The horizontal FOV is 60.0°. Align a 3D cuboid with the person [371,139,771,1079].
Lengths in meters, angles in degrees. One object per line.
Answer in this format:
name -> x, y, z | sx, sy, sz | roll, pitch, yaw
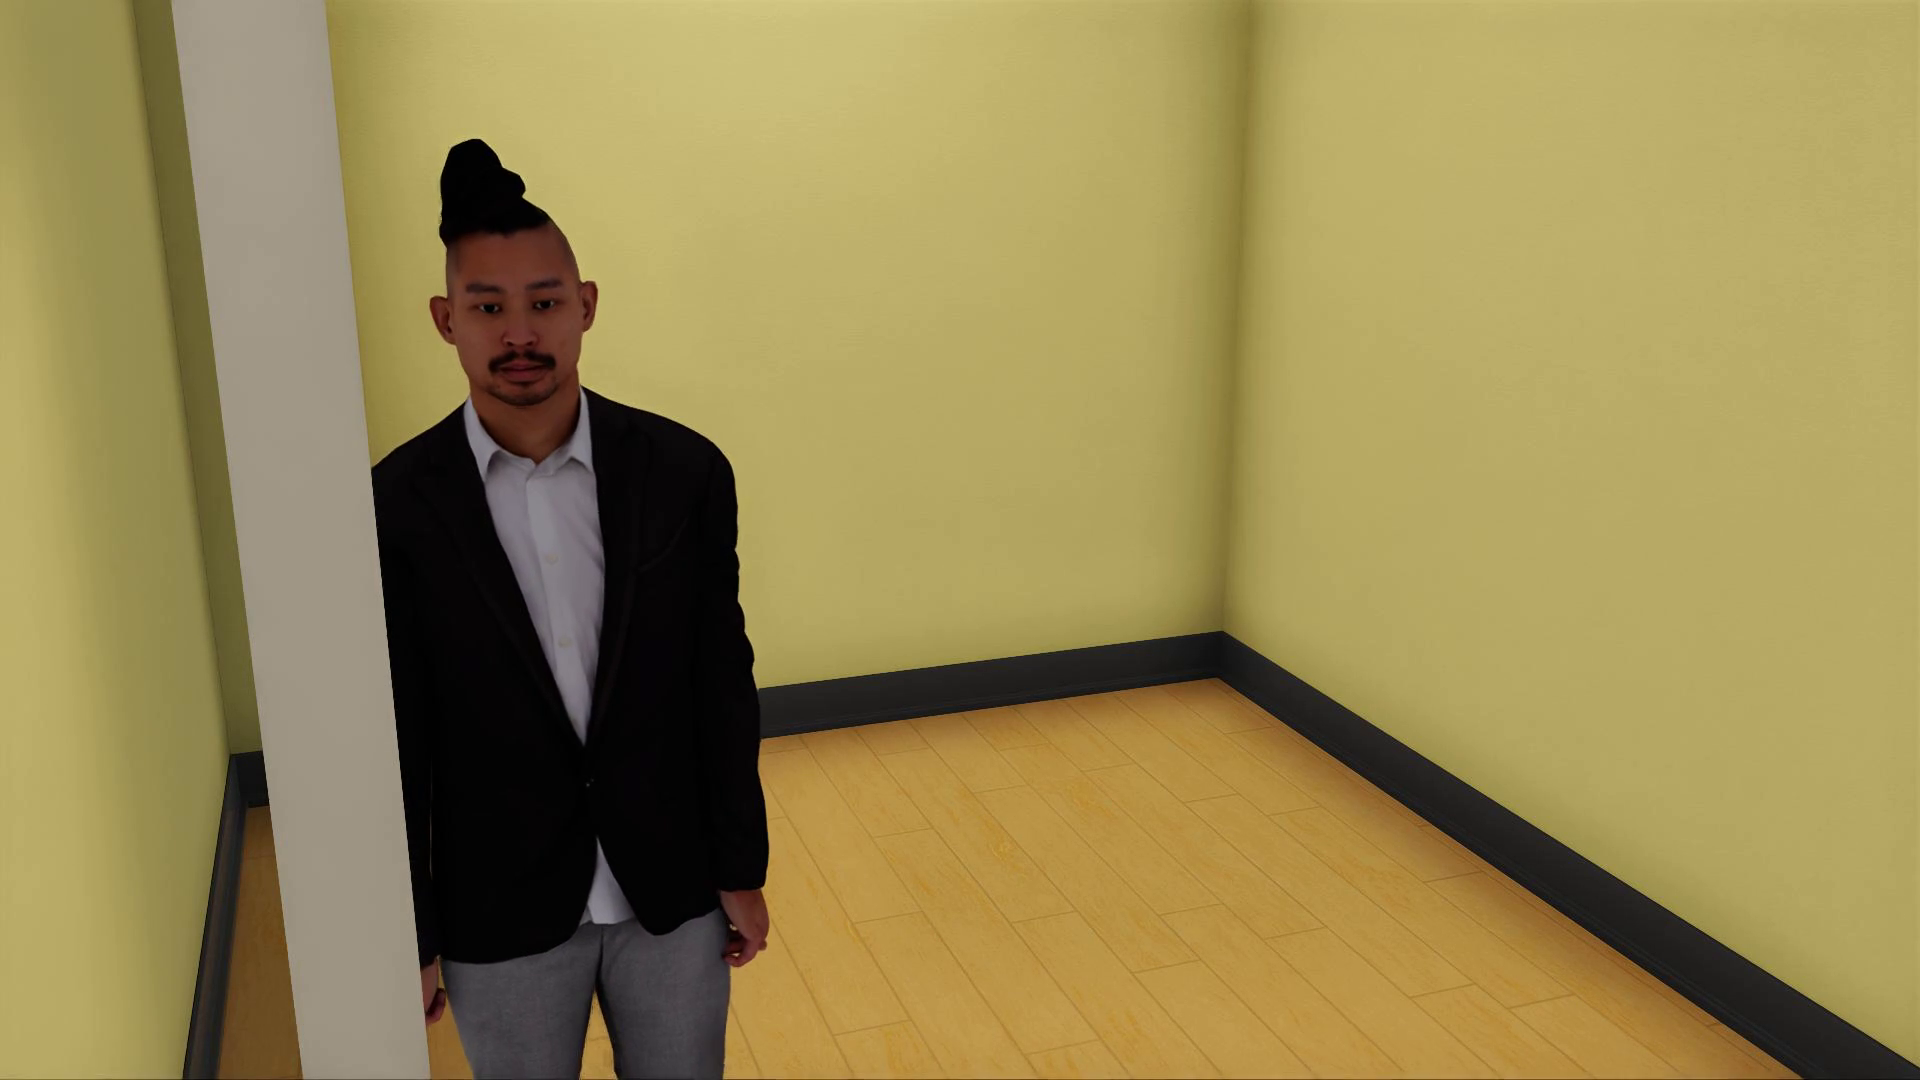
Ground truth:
person -> -0.545, 0.434, 2.346 | 0.517, 1.947, 0.769 | -7, 17, -22
